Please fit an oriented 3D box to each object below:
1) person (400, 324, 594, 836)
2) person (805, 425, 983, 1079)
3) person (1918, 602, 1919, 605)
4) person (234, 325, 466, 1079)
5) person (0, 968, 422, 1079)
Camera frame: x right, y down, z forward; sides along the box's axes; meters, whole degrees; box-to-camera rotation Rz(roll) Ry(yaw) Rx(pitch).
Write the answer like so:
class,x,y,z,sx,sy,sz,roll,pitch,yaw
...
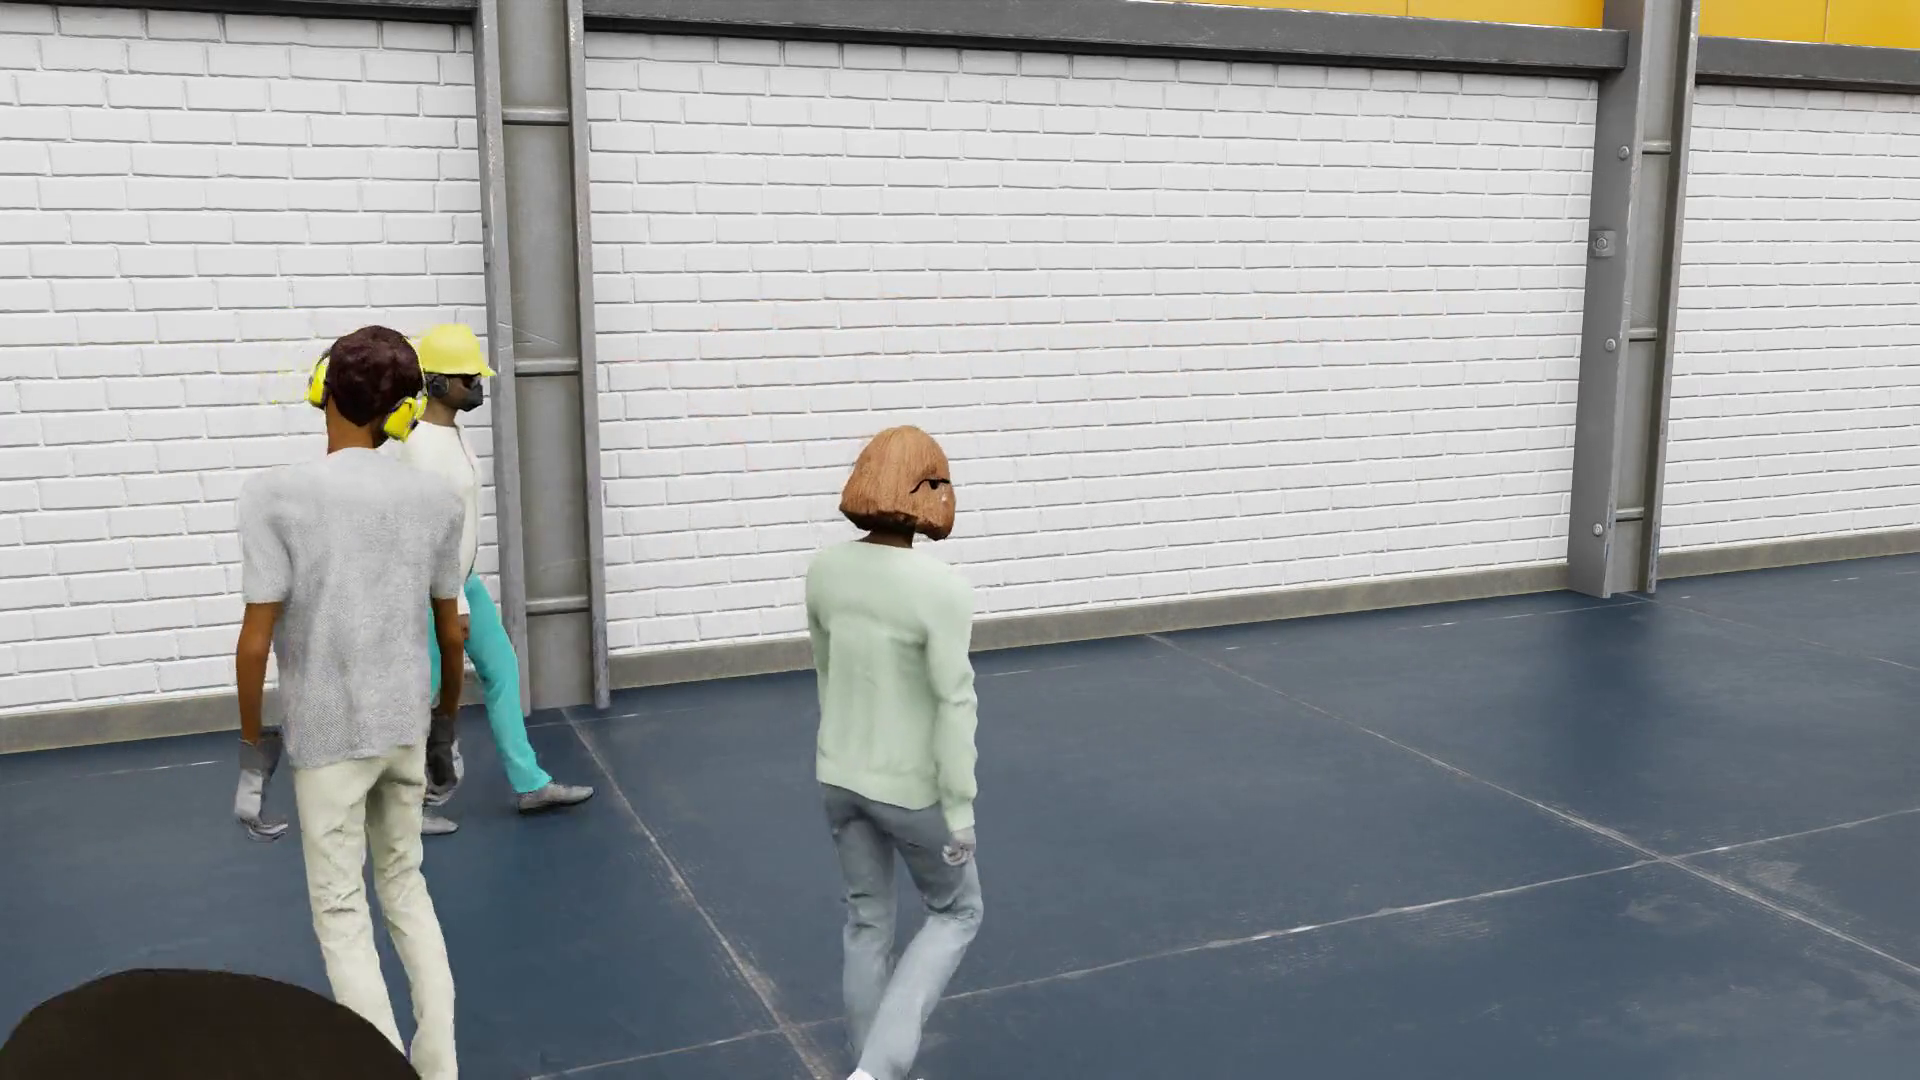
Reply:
class,x,y,z,sx,sy,sz,roll,pitch,yaw
person,-1.626,0.151,5.603,0.796,1.733,0.559,0,10,-2
person,-0.156,0.555,3.700,0.499,1.616,0.371,8,13,37
person,5.632,-0.461,9.015,0.485,1.747,0.572,-5,11,-24
person,-1.290,0.476,3.614,0.326,1.857,0.556,8,13,38
person,-0.318,0.872,1.011,0.623,1.968,0.811,7,12,34
